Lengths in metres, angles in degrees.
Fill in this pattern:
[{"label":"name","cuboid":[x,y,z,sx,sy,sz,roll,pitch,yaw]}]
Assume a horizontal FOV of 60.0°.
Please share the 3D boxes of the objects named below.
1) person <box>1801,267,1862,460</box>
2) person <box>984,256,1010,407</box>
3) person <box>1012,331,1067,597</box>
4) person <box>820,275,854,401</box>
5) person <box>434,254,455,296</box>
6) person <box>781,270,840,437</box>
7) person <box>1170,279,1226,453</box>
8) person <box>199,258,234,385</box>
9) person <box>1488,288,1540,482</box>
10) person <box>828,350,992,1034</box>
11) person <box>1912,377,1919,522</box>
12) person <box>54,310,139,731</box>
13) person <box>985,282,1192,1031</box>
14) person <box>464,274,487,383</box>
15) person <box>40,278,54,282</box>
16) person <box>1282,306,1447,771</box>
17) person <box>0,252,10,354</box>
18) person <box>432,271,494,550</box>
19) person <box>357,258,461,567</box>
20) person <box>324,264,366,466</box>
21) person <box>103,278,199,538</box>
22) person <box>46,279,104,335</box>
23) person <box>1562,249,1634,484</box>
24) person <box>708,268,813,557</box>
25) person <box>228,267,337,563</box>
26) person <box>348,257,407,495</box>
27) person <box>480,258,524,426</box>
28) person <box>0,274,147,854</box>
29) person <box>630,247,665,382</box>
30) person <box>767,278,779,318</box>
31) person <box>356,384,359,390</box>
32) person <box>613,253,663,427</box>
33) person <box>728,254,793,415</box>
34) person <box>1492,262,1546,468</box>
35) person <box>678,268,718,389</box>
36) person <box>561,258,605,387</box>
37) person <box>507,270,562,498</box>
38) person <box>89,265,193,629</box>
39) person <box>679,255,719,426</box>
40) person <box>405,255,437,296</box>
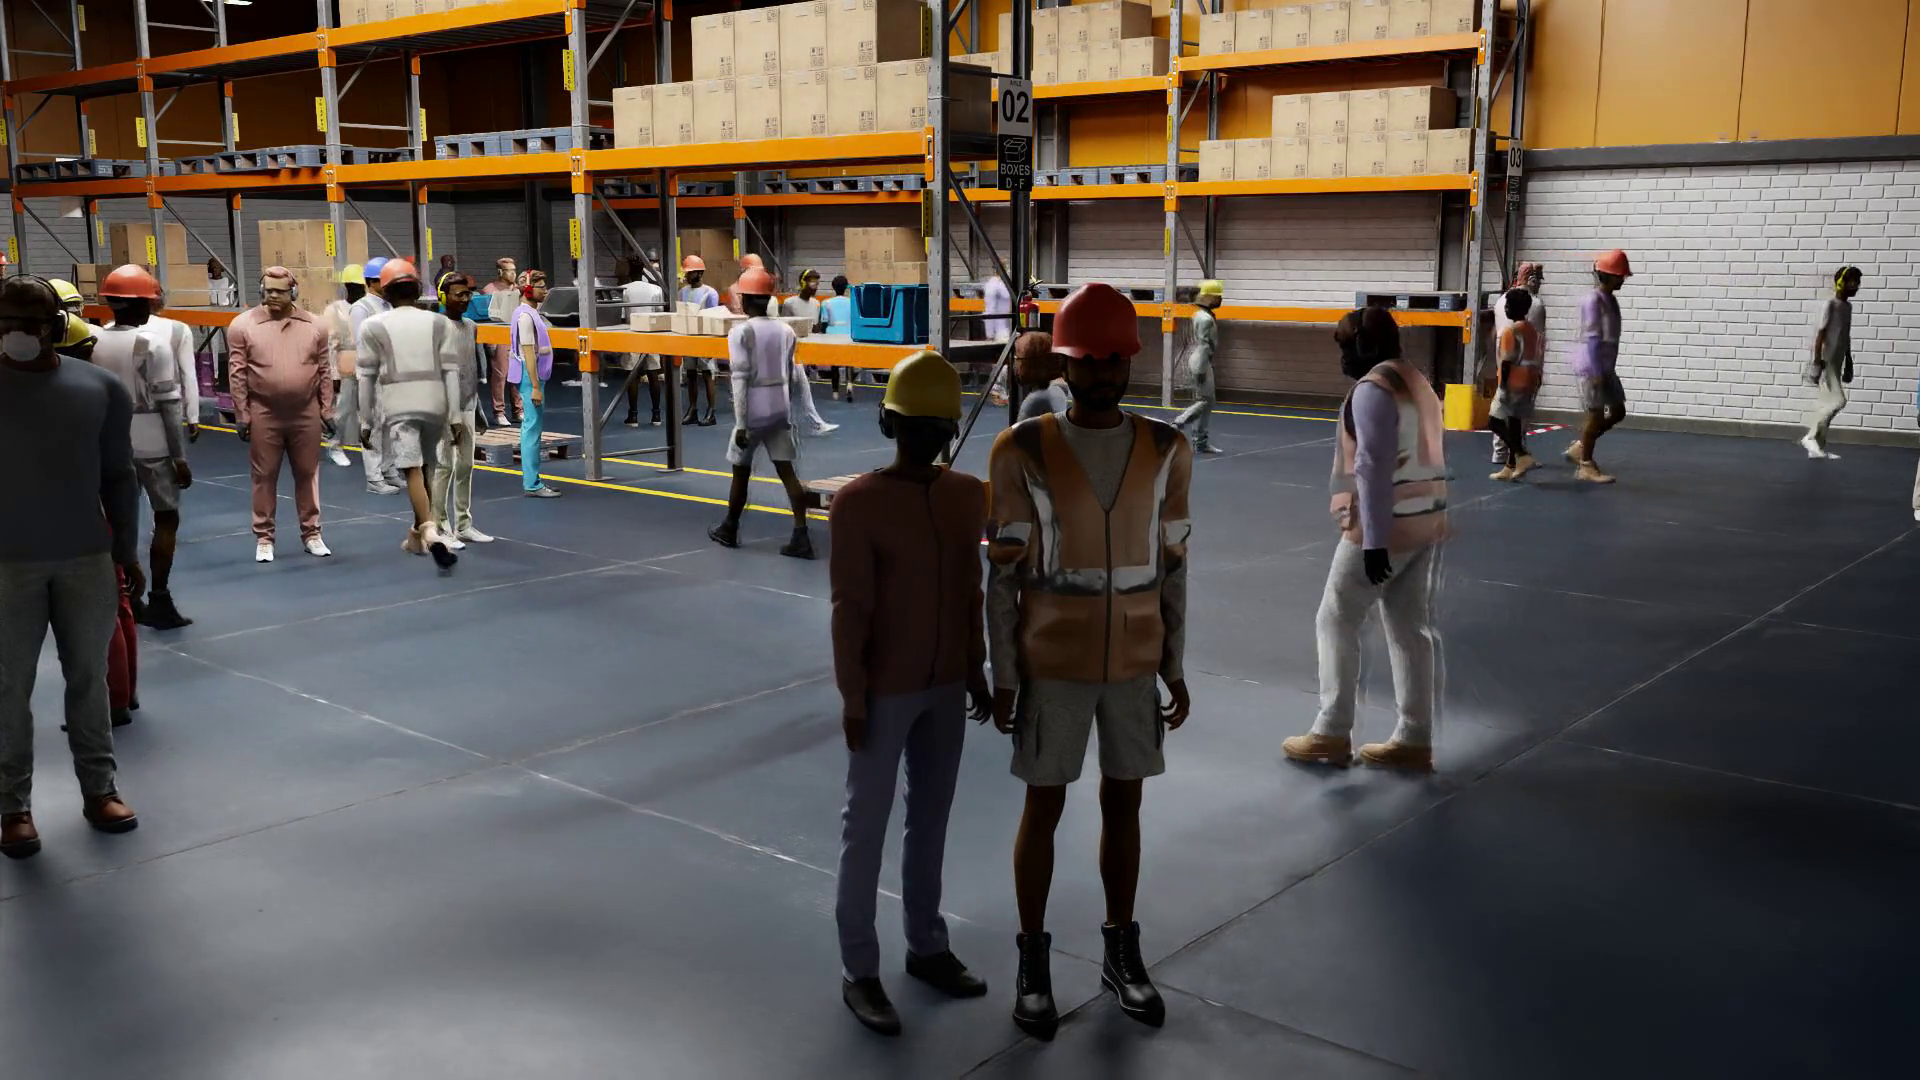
[{"label":"person","cuboid":[8.332,-1.670,15.849,0.553,1.845,0.427,-8,12,-37]},{"label":"person","cuboid":[0.580,-2.630,21.094,0.435,1.927,0.634,5,11,26]},{"label":"person","cuboid":[0.363,-0.180,7.974,0.298,1.632,0.512,4,11,21]},{"label":"person","cuboid":[-1.577,-2.660,21.973,0.554,1.683,0.689,-1,10,-4]},{"label":"person","cuboid":[-8.864,-4.004,28.951,0.410,1.913,0.642,-8,13,-40]},{"label":"person","cuboid":[-1.735,-1.997,17.882,1.003,1.791,0.502,6,12,32]},{"label":"person","cuboid":[2.340,-1.697,16.361,0.517,1.723,0.488,1,10,5]},{"label":"person","cuboid":[-10.942,-3.224,24.585,0.584,1.882,0.345,-3,11,-19]},{"label":"person","cuboid":[4.775,-1.310,14.245,0.541,1.685,0.426,-9,13,-40]},{"label":"person","cuboid":[-0.113,0.385,4.379,0.525,1.765,0.329,-9,13,-41]},{"label":"person","cuboid":[7.331,-0.940,12.282,0.525,1.636,0.307,1,10,4]},{"label":"person","cuboid":[-3.710,-0.081,7.022,0.328,1.769,0.526,-2,10,-13]},{"label":"person","cuboid":[0.343,0.309,4.312,0.551,1.937,0.357,-2,10,-12]},{"label":"person","cuboid":[-7.266,-3.124,24.729,0.286,1.631,0.502,5,11,28]},{"label":"person","cuboid":[-12.804,-2.866,23.349,0.574,1.607,0.520,-1,10,-6]},{"label":"person","cuboid":[1.608,-0.006,6.531,0.700,1.797,0.679,8,12,37]},{"label":"person","cuboid":[-12.090,-2.643,20.959,0.376,1.995,0.608,3,10,15]},{"label":"person","cuboid":[-3.403,-0.876,11.257,0.310,1.868,0.533,4,11,23]},{"label":"person","cuboid":[-3.475,-0.804,10.610,0.624,1.979,1.028,-6,12,-31]},{"label":"person","cuboid":[-5.546,-1.582,15.259,1.004,1.884,0.609,8,13,38]},{"label":"person","cuboid":[-5.470,-0.859,11.246,0.578,1.874,0.672,-7,12,-36]},{"label":"person","cuboid":[-5.723,-0.767,10.769,0.403,1.822,0.589,3,10,17]},{"label":"person","cuboid":[5.511,-1.477,14.284,0.447,2.013,0.608,9,13,42]},{"label":"person","cuboid":[-1.312,-0.841,11.004,0.561,1.891,1.003,-9,13,-42]},{"label":"person","cuboid":[-4.386,-0.814,10.815,0.637,1.904,0.403,-6,12,-33]},{"label":"person","cuboid":[-4.776,-1.349,13.728,0.386,1.948,0.604,1,10,7]},{"label":"person","cuboid":[-5.155,-2.261,19.027,0.410,1.913,0.643,6,12,32]},{"label":"person","cuboid":[-3.105,0.073,5.666,0.629,1.937,0.379,-9,13,-41]},{"label":"person","cuboid":[-4.623,-3.412,25.206,0.538,2.000,0.689,6,12,32]},{"label":"person","cuboid":[-2.375,-2.445,20.639,0.346,1.710,0.610,1,10,8]},{"label":"person","cuboid":[-8.549,-3.049,23.740,0.403,1.827,0.599,-1,10,-5]},{"label":"person","cuboid":[-3.646,-2.269,18.908,0.603,1.966,0.368,-5,11,-25]},{"label":"person","cuboid":[-2.467,-2.439,19.936,0.604,1.946,0.959,-9,13,-42]},{"label":"person","cuboid":[5.193,-1.607,15.361,0.402,1.896,0.652,-3,10,-16]},{"label":"person","cuboid":[-3.881,-3.062,24.002,0.613,1.781,0.854,6,12,32]},{"label":"person","cuboid":[-5.533,-3.185,24.355,0.779,1.891,0.615,6,11,29]},{"label":"person","cuboid":[-3.484,-1.264,13.531,0.389,1.846,0.566,-3,10,-15]},{"label":"person","cuboid":[-4.386,-0.473,8.848,0.587,1.950,0.478,2,10,12]},{"label":"person","cuboid":[-3.006,-2.264,18.964,0.551,1.937,0.360,5,11,29]},{"label":"person","cuboid":[-6.661,-2.533,20.502,0.359,1.936,0.544,2,10,9]}]
